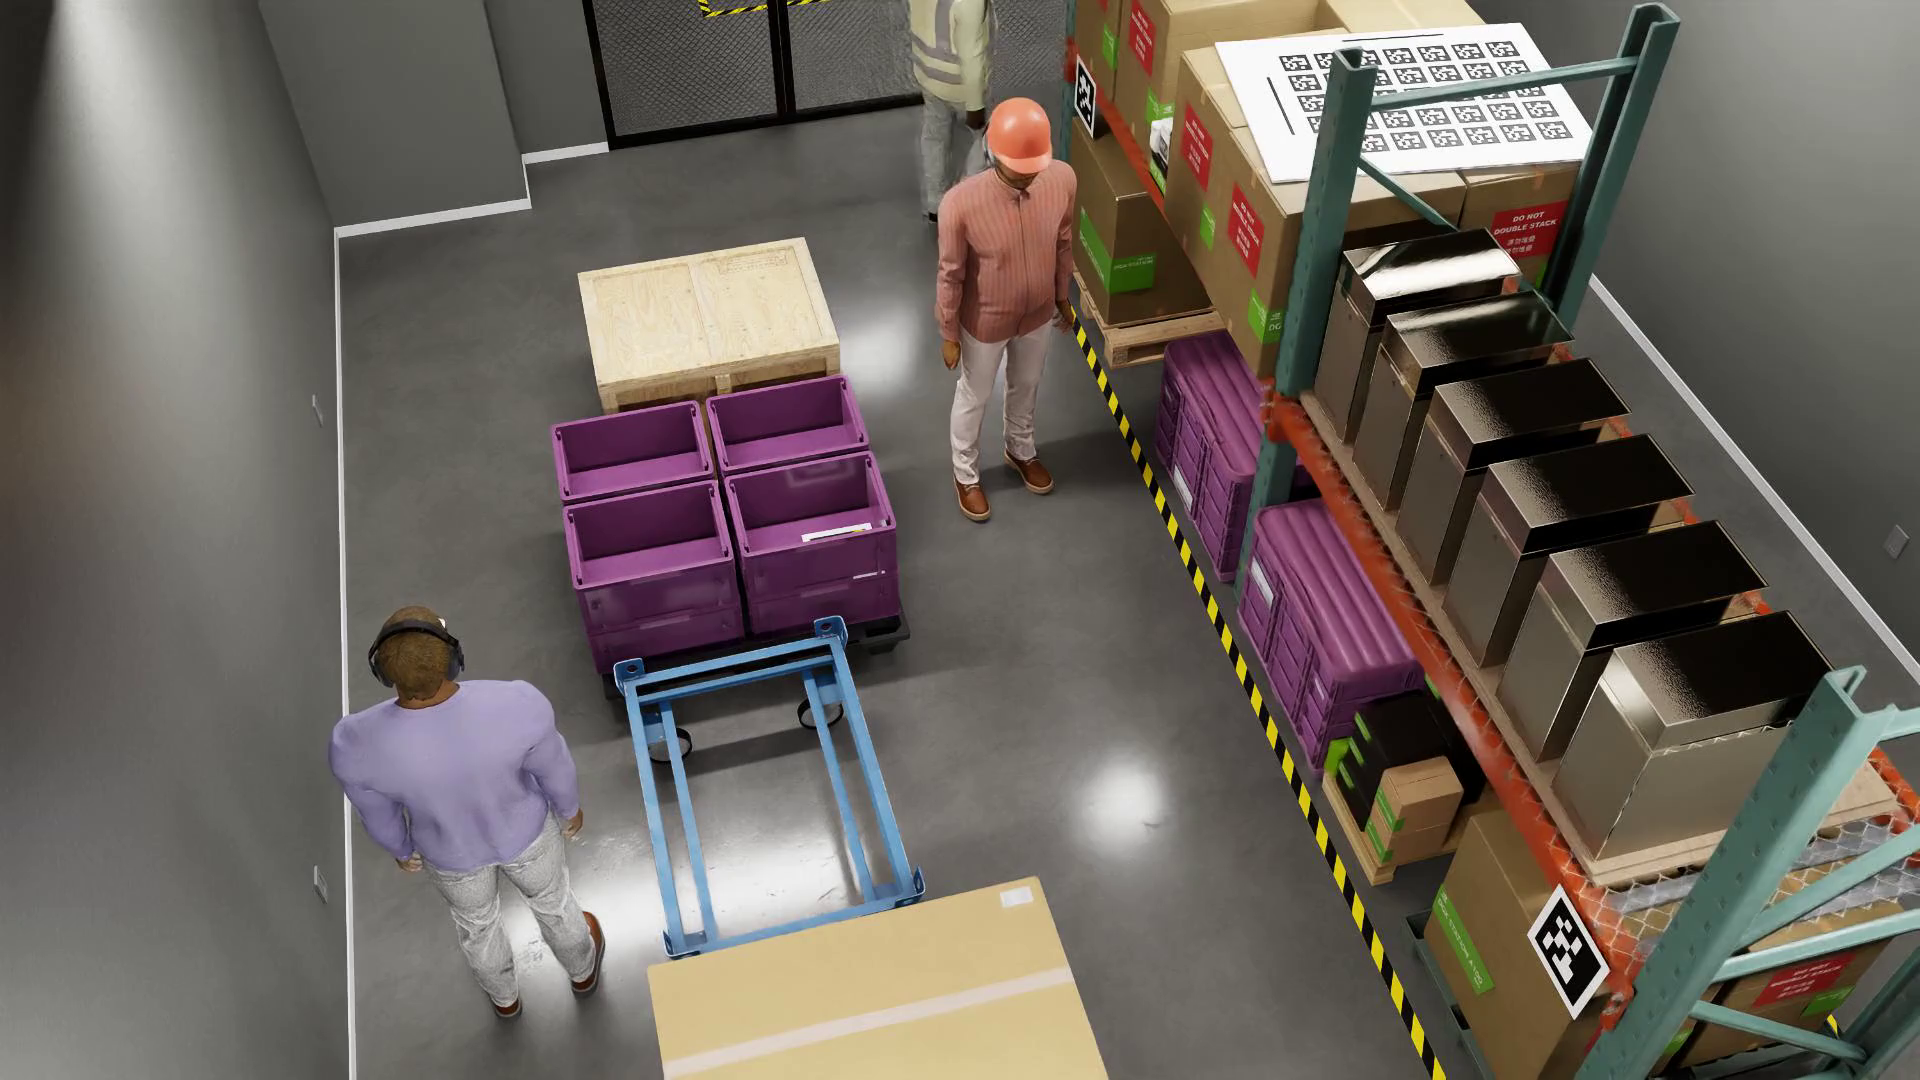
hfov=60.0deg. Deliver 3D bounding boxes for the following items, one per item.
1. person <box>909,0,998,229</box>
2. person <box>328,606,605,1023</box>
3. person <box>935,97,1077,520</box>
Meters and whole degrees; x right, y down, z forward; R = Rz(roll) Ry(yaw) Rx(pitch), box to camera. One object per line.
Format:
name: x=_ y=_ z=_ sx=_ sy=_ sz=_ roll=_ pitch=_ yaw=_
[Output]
person: x=0.011 y=-2.294 z=8.070 sx=0.497 sy=1.818 sz=0.618 roll=-24 pitch=52 yaw=-20
person: x=-1.460 y=0.874 z=5.084 sx=0.632 sy=1.940 sz=0.372 roll=-13 pitch=49 yaw=-12
person: x=0.199 y=-0.907 z=6.684 sx=0.623 sy=1.989 sz=0.398 roll=-22 pitch=51 yaw=-19
